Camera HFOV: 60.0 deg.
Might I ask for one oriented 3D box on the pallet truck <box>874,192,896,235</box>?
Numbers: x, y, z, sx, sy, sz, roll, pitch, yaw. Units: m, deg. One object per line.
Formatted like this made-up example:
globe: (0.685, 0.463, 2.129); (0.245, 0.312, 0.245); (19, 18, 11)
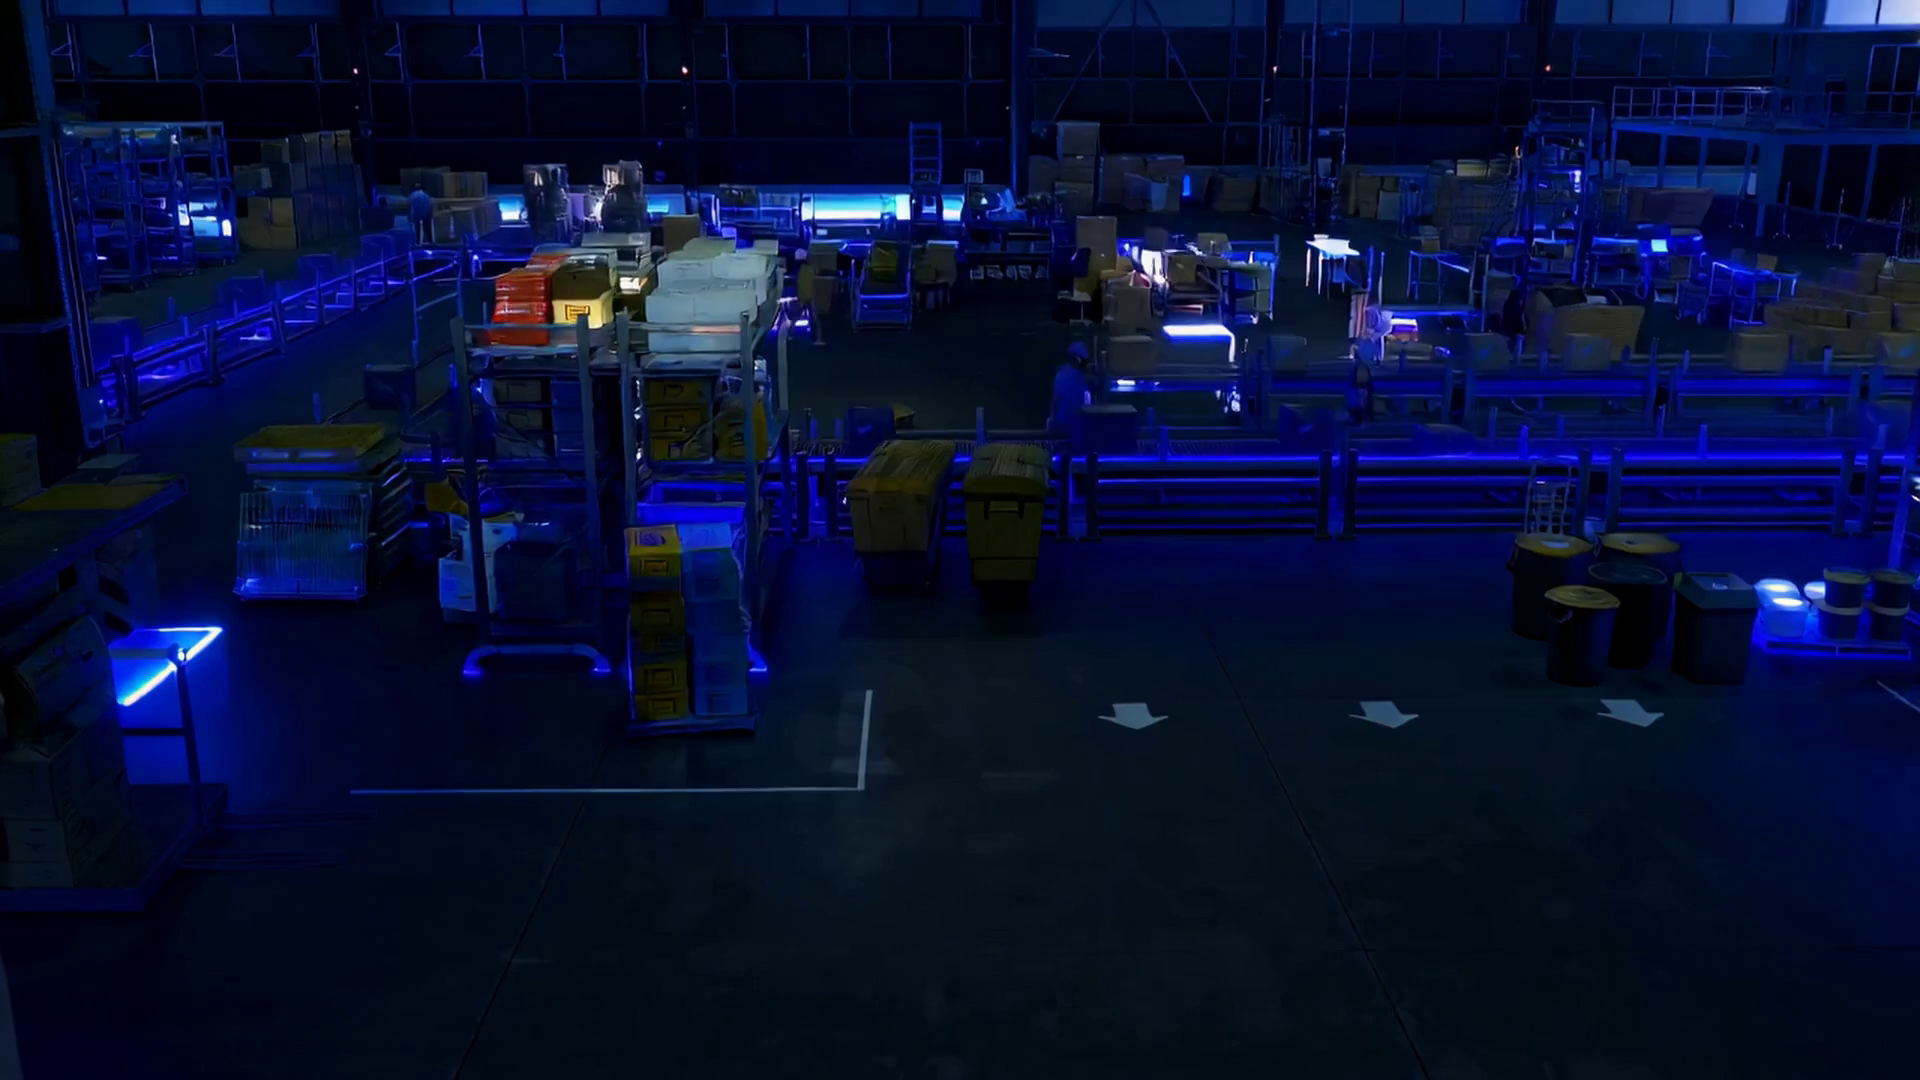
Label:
pallet truck: (-2.277, -9.986, 50.594); (0.653, 1.274, 1.630); (0, 16, -1)

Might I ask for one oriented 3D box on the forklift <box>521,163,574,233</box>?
forklift: (-12.233, -10.122, 49.298); (1.157, 1.987, 2.680); (0, 16, -1)

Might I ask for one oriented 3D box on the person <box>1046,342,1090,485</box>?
person: (1.315, -1.530, 20.335); (0.503, 1.788, 0.615); (5, 17, 18)

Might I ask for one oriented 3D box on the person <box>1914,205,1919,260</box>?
person: (23.974, -7.649, 41.172); (0.605, 2.034, 0.397); (12, 20, 36)

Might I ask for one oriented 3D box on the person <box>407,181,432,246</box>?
person: (-14.852, -8.902, 45.759); (0.642, 1.905, 0.399); (-10, 19, -32)

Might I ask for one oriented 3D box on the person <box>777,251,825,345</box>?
person: (-2.894, -4.434, 30.565); (0.917, 1.719, 0.529); (7, 18, 23)

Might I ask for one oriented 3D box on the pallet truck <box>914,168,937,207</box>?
pallet truck: (-0.989, -10.316, 50.507); (0.823, 1.965, 1.885); (1, 16, 3)

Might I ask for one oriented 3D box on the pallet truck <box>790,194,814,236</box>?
pallet truck: (-4.814, -9.883, 50.259); (0.704, 1.261, 1.522); (-1, 16, -3)

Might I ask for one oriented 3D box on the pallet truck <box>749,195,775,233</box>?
pallet truck: (-6.051, -9.967, 50.660); (0.680, 1.201, 1.601); (0, 16, -1)

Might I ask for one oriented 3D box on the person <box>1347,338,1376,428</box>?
person: (5.231, -1.742, 21.259); (0.697, 1.669, 0.552); (1, 16, 4)

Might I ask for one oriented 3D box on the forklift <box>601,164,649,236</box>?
forklift: (-9.948, -10.127, 49.296); (1.157, 1.987, 2.680); (-1, 16, -3)

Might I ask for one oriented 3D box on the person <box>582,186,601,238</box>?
person: (-9.914, -8.652, 45.017); (0.586, 1.832, 0.403); (11, 19, 34)

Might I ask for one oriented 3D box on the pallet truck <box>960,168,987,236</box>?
pallet truck: (0.383, -10.230, 50.206); (0.823, 1.965, 1.885); (-1, 16, -3)

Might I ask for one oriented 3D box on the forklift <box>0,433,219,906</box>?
forklift: (-5.952, 0.780, 10.366); (1.873, 2.768, 1.129); (0, 16, -1)
